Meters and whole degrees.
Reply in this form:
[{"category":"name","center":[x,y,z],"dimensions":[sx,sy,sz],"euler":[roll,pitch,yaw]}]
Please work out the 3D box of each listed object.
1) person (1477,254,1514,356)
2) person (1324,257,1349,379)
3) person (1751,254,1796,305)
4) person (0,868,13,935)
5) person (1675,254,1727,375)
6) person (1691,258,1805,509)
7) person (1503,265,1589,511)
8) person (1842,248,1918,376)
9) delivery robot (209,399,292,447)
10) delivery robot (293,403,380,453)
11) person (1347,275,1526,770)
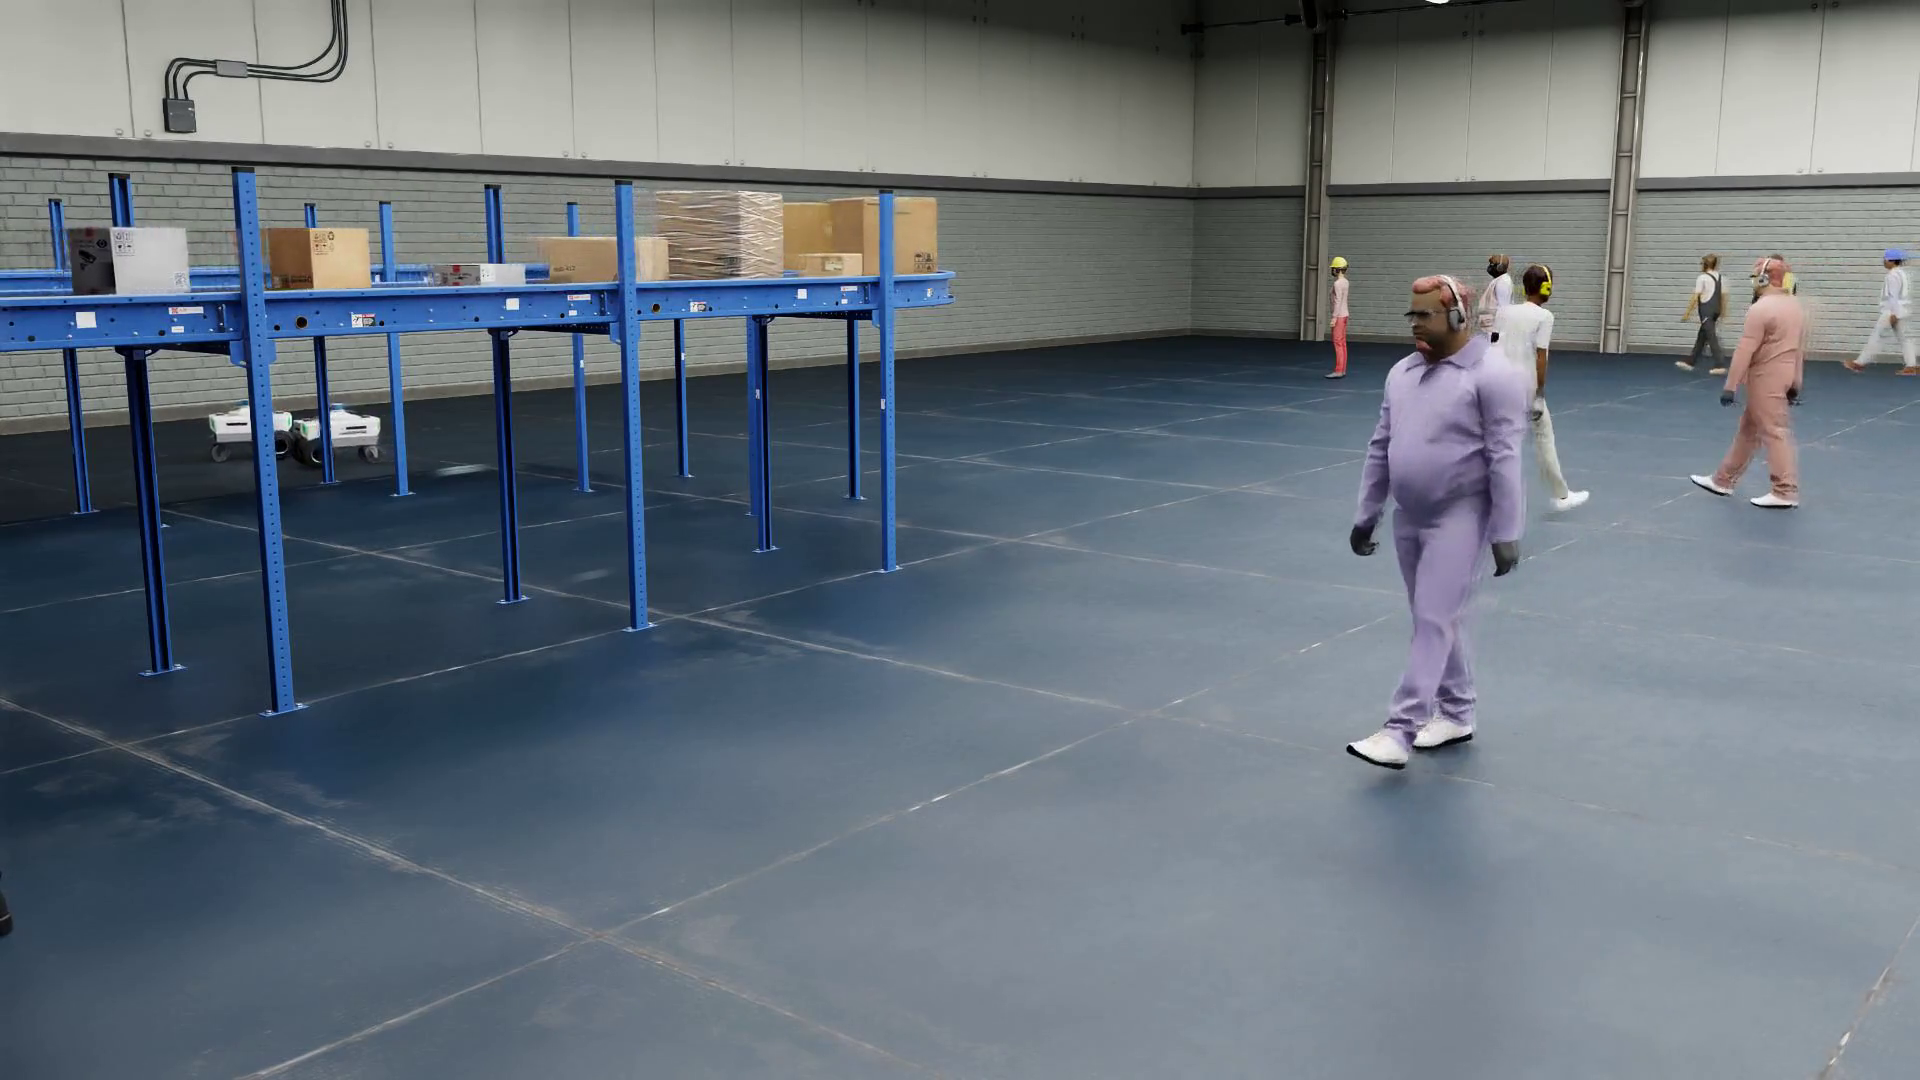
[{"category":"person","center":[6.656,-2.628,20.711],"dimensions":[0.429,1.845,0.626],"euler":[2,10,12]},{"category":"person","center":[5.546,-3.265,24.450],"dimensions":[0.310,1.768,0.533],"euler":[5,11,25]},{"category":"person","center":[11.521,-3.177,23.831],"dimensions":[0.660,1.806,0.874],"euler":[-5,11,-25]},{"category":"person","center":[-2.995,0.208,4.731],"dimensions":[0.373,1.939,0.545],"euler":[-9,14,-42]},{"category":"person","center":[11.301,-3.409,25.176],"dimensions":[0.513,1.800,0.953],"euler":[-6,12,-31]},{"category":"person","center":[6.038,-1.207,12.747],"dimensions":[0.678,1.864,0.932],"euler":[-9,13,-40]},{"category":"person","center":[4.245,-1.099,12.275],"dimensions":[0.945,1.824,0.530],"euler":[-5,11,-27]},{"category":"person","center":[13.947,-3.426,24.998],"dimensions":[1.037,1.887,0.640],"euler":[9,14,41]},{"category":"delivery robot","center":[-6.611,-1.071,15.494],"dimensions":[0.707,0.478,0.477],"euler":[-5,11,-24]},{"category":"delivery robot","center":[-5.651,-0.997,15.100],"dimensions":[0.707,0.478,0.477],"euler":[-7,13,-35]},{"category":"person","center":[1.766,-0.068,6.412],"dimensions":[0.721,1.883,0.682],"euler":[-5,11,-26]}]
